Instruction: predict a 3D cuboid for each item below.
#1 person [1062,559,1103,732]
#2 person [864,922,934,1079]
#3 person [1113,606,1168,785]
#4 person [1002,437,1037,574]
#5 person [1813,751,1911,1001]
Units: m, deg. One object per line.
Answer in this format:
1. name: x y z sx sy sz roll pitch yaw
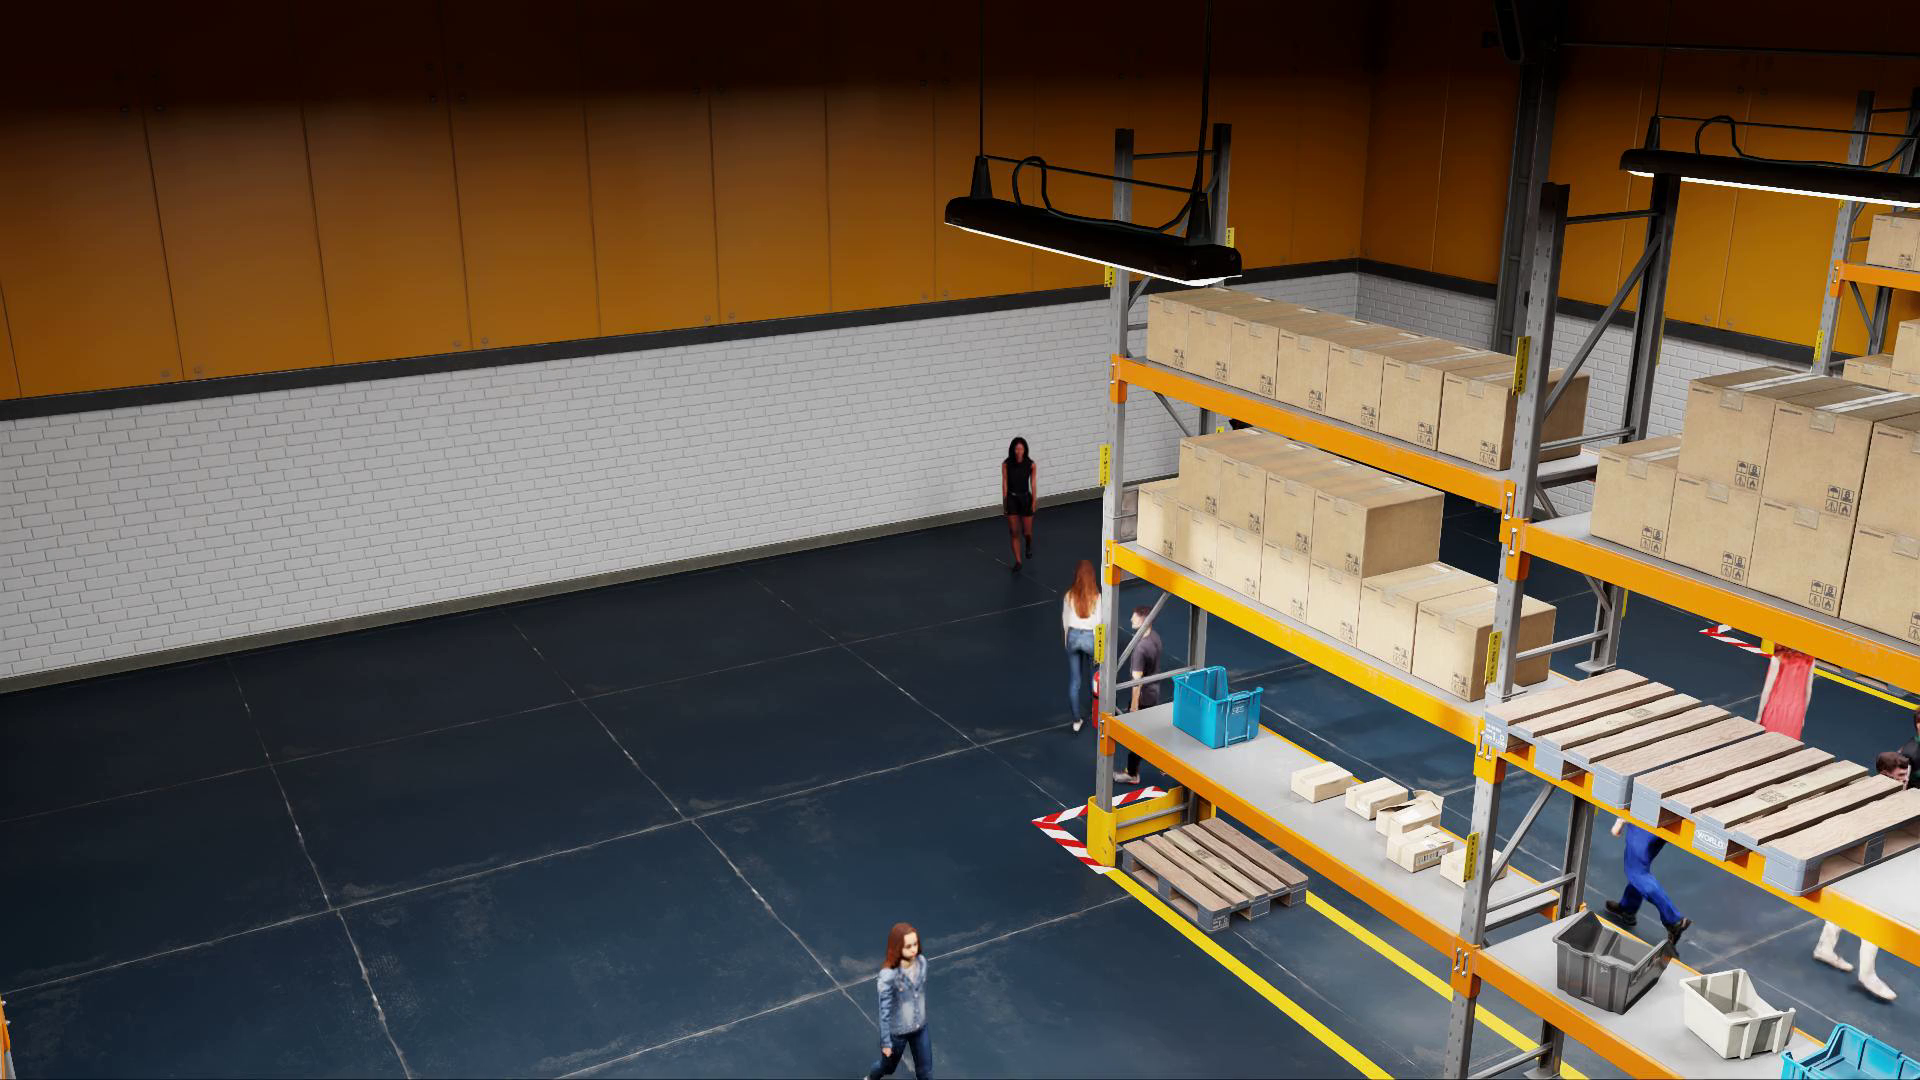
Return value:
1. person: 1.183 1.052 16.243 0.984 1.705 1.027 5 19 15
2. person: -0.404 3.083 10.601 0.720 1.456 1.039 -16 24 -39
3. person: 1.730 1.428 15.054 1.020 1.750 0.936 7 20 19
4. person: 0.737 -0.457 20.693 0.833 1.724 0.910 3 19 8
5. person: 6.561 2.352 12.200 0.753 1.822 0.943 -16 24 -39
